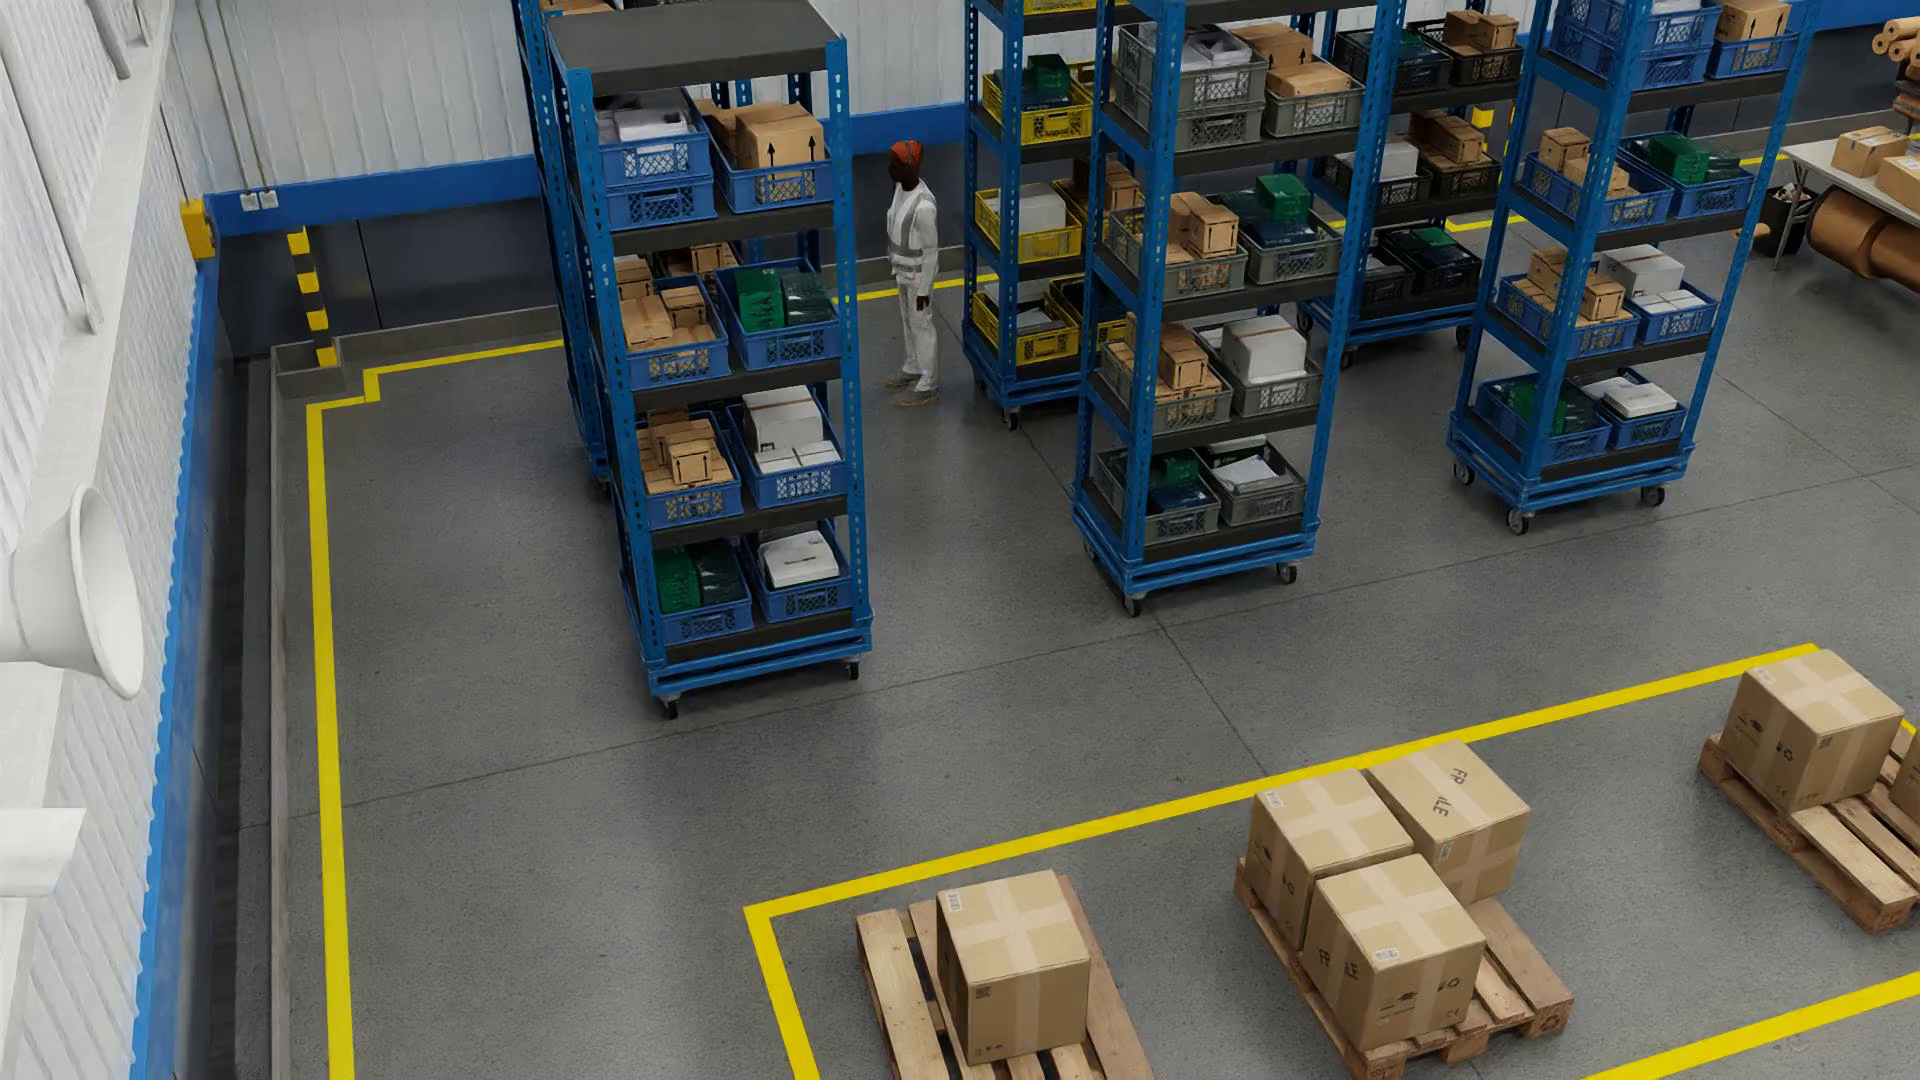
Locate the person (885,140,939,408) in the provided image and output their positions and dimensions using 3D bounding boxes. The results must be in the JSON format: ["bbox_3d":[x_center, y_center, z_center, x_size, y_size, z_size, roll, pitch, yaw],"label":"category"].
[{"bbox_3d":[-0.318,-1.791,11.193,0.338,1.882,0.582,-11,37,-15],"label":"person"}]
